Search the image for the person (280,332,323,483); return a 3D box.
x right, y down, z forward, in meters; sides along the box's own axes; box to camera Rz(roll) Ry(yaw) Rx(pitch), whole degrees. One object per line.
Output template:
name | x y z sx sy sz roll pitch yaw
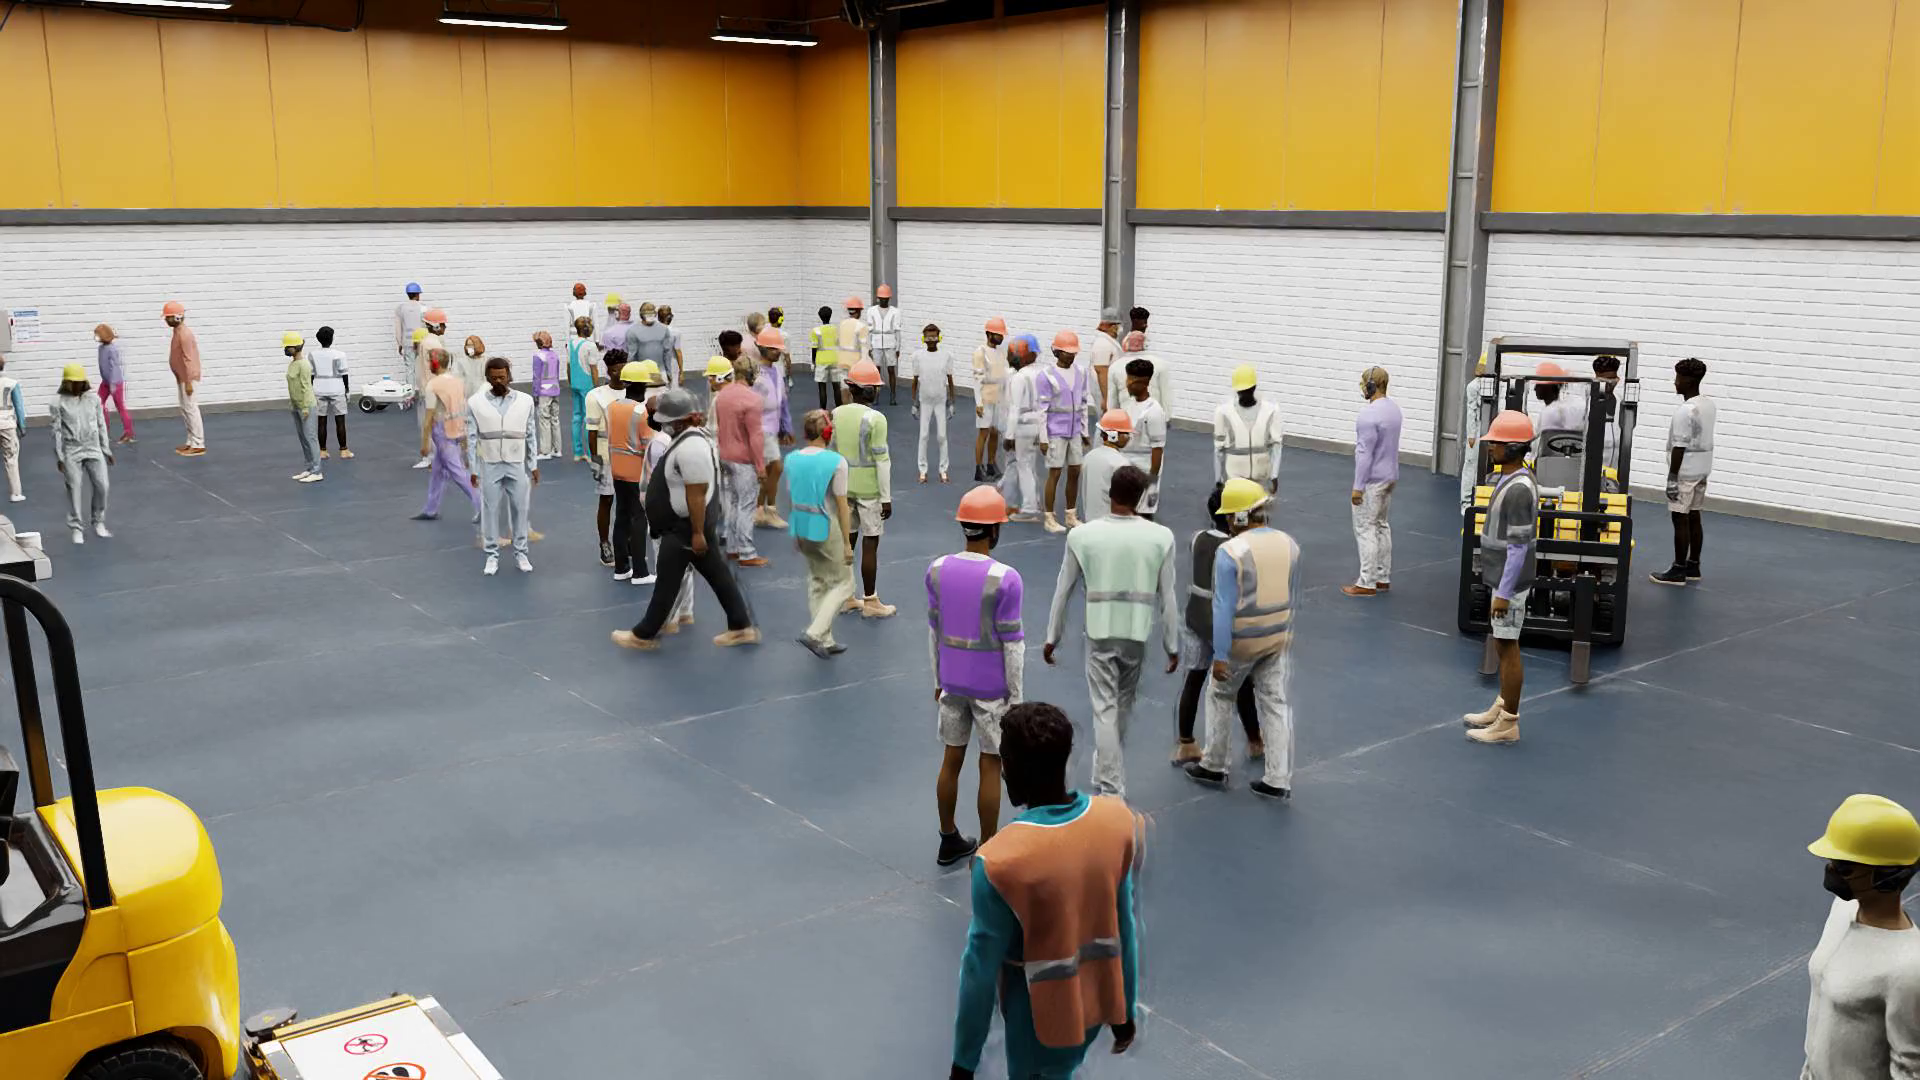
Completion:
person | -7.707 -1.552 19.423 0.340 1.756 0.520 -10 16 -41

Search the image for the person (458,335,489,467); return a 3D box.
person | -5.928 -1.700 20.432 0.507 1.633 0.276 2 12 9

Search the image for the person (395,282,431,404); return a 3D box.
person | -8.728 -3.151 26.690 0.605 1.944 0.402 -1 12 -6

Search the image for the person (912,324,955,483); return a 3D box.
person | -0.310 -1.585 19.344 0.511 1.858 0.325 0 12 0

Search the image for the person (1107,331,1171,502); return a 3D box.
person | 1.938 -1.309 17.948 0.707 1.885 0.468 3 12 15

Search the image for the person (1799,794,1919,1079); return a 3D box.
person | 2.394 1.535 4.490 0.322 1.767 0.533 1 12 6

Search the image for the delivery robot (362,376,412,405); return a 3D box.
delivery robot | -8.848 -2.294 25.694 0.707 0.478 0.477 1 12 5

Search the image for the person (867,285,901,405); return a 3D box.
person | -1.210 -3.090 26.447 0.542 1.929 0.391 1 12 4

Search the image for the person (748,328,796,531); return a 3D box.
person | -1.846 -1.092 16.542 0.683 2.020 0.629 5 13 24

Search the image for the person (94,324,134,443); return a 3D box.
person | -11.508 -2.084 22.349 0.519 1.607 0.694 9 15 38

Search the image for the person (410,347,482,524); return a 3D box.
person | -5.191 -1.055 16.929 0.967 1.805 0.576 2 12 10

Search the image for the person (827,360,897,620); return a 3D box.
person | -0.760 -0.395 13.138 0.615 2.041 0.384 10 16 41

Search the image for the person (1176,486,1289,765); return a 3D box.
person | 1.598 0.495 9.728 0.725 1.670 0.540 -5 13 -24

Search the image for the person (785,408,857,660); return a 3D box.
person | -0.975 -0.021 11.842 0.611 1.828 0.548 9 15 37

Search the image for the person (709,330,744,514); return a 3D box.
person | -2.389 -1.224 17.367 0.428 1.945 0.629 0 12 0

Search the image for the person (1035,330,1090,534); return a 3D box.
person | 1.033 -1.060 16.404 0.613 2.028 0.409 -9 14 -36

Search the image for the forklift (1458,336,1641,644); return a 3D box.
forklift | 4.683 -0.471 13.136 1.214 2.155 2.313 4 12 20

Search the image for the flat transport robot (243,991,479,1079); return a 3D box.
flat transport robot | -2.057 1.982 5.960 0.652 0.197 1.431 -8 14 -35

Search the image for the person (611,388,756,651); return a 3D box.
person | -1.995 -0.186 12.136 1.048 2.000 0.730 -1 12 -6

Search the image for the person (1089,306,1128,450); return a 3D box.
person | 1.806 -1.765 19.761 0.536 2.000 0.690 2 12 11

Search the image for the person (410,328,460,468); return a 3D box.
person | -6.513 -1.758 20.532 0.537 1.724 0.487 -7 14 -32

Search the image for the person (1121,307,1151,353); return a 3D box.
person | 2.194 -1.952 20.890 0.386 1.951 0.615 3 12 13

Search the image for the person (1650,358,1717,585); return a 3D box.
person | 6.229 -0.582 14.260 0.606 1.962 0.372 -11 16 -43

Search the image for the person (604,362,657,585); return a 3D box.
person | -2.798 -0.571 14.306 0.581 1.919 0.393 9 15 36

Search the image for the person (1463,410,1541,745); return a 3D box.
person | 3.300 0.231 10.113 0.377 2.045 0.605 3 12 16

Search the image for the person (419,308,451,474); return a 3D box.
person | -6.280 -1.786 20.005 0.402 1.987 0.604 -7 14 -30

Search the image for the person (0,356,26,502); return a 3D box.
person | -10.448 -1.208 18.067 0.525 1.632 0.314 -3 12 -16

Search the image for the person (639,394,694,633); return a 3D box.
person | -2.233 -0.206 12.754 0.429 1.831 0.632 2 12 9

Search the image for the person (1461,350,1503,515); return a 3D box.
person | 5.455 -1.107 17.308 0.486 1.743 0.299 -8 14 -35

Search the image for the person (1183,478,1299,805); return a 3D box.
person | 1.551 0.535 9.236 0.631 1.793 0.773 -8 14 -33

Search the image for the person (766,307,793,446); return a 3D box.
person | -2.474 -2.178 22.213 0.523 1.857 0.336 4 12 20

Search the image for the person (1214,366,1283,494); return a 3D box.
person | 2.518 -0.611 14.629 0.583 1.864 1.011 0 12 -1

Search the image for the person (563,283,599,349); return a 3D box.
person | -6.297 -3.335 27.721 0.575 1.884 0.355 -4 12 -17

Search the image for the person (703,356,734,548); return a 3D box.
person | -2.235 -0.845 15.861 0.403 1.818 0.603 0 12 -1

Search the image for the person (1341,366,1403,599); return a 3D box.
person | 3.456 -0.481 13.846 0.367 1.926 0.637 9 15 36

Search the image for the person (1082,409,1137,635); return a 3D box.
person | 1.135 -0.113 12.484 0.338 1.747 0.570 -6 13 -26

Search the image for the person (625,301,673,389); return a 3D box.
person | -4.151 -2.227 22.271 0.639 1.928 0.369 -8 14 -35

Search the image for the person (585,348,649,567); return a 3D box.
person | -3.085 -0.753 15.051 0.603 1.967 0.366 -11 16 -42

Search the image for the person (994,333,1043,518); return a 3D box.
person | 0.607 -1.169 17.164 0.505 1.925 0.670 2 12 9

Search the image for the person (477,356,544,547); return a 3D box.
person | -4.266 -0.825 15.770 0.719 1.819 0.632 -1 12 -3

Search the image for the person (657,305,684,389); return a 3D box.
person | -4.018 -2.283 22.736 0.516 1.843 0.327 3 12 16

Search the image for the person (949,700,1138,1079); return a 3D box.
person | 0.210 1.384 4.885 0.618 1.893 0.677 -11 16 -43

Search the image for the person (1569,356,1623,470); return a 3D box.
person | 5.555 -0.636 14.488 0.616 1.964 0.361 -4 12 -20

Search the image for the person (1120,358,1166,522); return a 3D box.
person | 1.542 -0.571 14.210 0.361 1.961 0.677 -3 12 -16

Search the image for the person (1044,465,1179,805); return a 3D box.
person | 0.819 0.519 9.147 0.704 1.858 0.889 -1 12 -4

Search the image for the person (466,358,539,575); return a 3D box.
person | -4.040 -0.659 14.717 0.600 1.916 0.377 -4 12 -20

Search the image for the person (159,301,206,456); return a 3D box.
person | -9.984 -2.068 21.376 0.435 1.981 0.634 -7 14 -30

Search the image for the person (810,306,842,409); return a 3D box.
person | -1.978 -2.630 24.761 0.537 1.699 0.321 -6 13 -26

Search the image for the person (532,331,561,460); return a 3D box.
person | -5.233 -1.830 21.069 0.321 1.631 0.527 4 12 18

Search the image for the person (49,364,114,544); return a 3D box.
person | -8.502 -0.842 16.072 0.464 1.731 0.506 10 15 39

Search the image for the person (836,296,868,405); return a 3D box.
person | -1.503 -2.474 23.491 0.557 1.914 0.474 6 13 28

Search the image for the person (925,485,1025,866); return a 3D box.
person | 0.095 0.691 8.175 0.544 1.930 0.388 8 14 35

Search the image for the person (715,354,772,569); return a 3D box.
person | -1.935 -0.690 14.863 0.415 1.927 0.642 -8 14 -35

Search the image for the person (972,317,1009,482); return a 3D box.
person | 0.379 -1.642 19.445 0.390 1.925 0.550 9 15 38

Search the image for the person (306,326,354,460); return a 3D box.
person | -7.961 -1.851 21.009 0.535 1.697 0.318 0 12 0

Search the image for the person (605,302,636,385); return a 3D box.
person | -4.510 -2.242 22.388 0.640 1.909 0.409 -11 16 -44

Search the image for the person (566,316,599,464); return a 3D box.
person | -4.677 -1.868 20.730 0.506 1.846 0.349 8 14 35

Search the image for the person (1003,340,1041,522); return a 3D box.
person | 0.630 -1.106 16.988 0.439 1.866 0.590 3 12 13

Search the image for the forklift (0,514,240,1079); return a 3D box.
forklift | -3.687 1.115 5.480 2.313 2.155 1.214 -9 15 -36
